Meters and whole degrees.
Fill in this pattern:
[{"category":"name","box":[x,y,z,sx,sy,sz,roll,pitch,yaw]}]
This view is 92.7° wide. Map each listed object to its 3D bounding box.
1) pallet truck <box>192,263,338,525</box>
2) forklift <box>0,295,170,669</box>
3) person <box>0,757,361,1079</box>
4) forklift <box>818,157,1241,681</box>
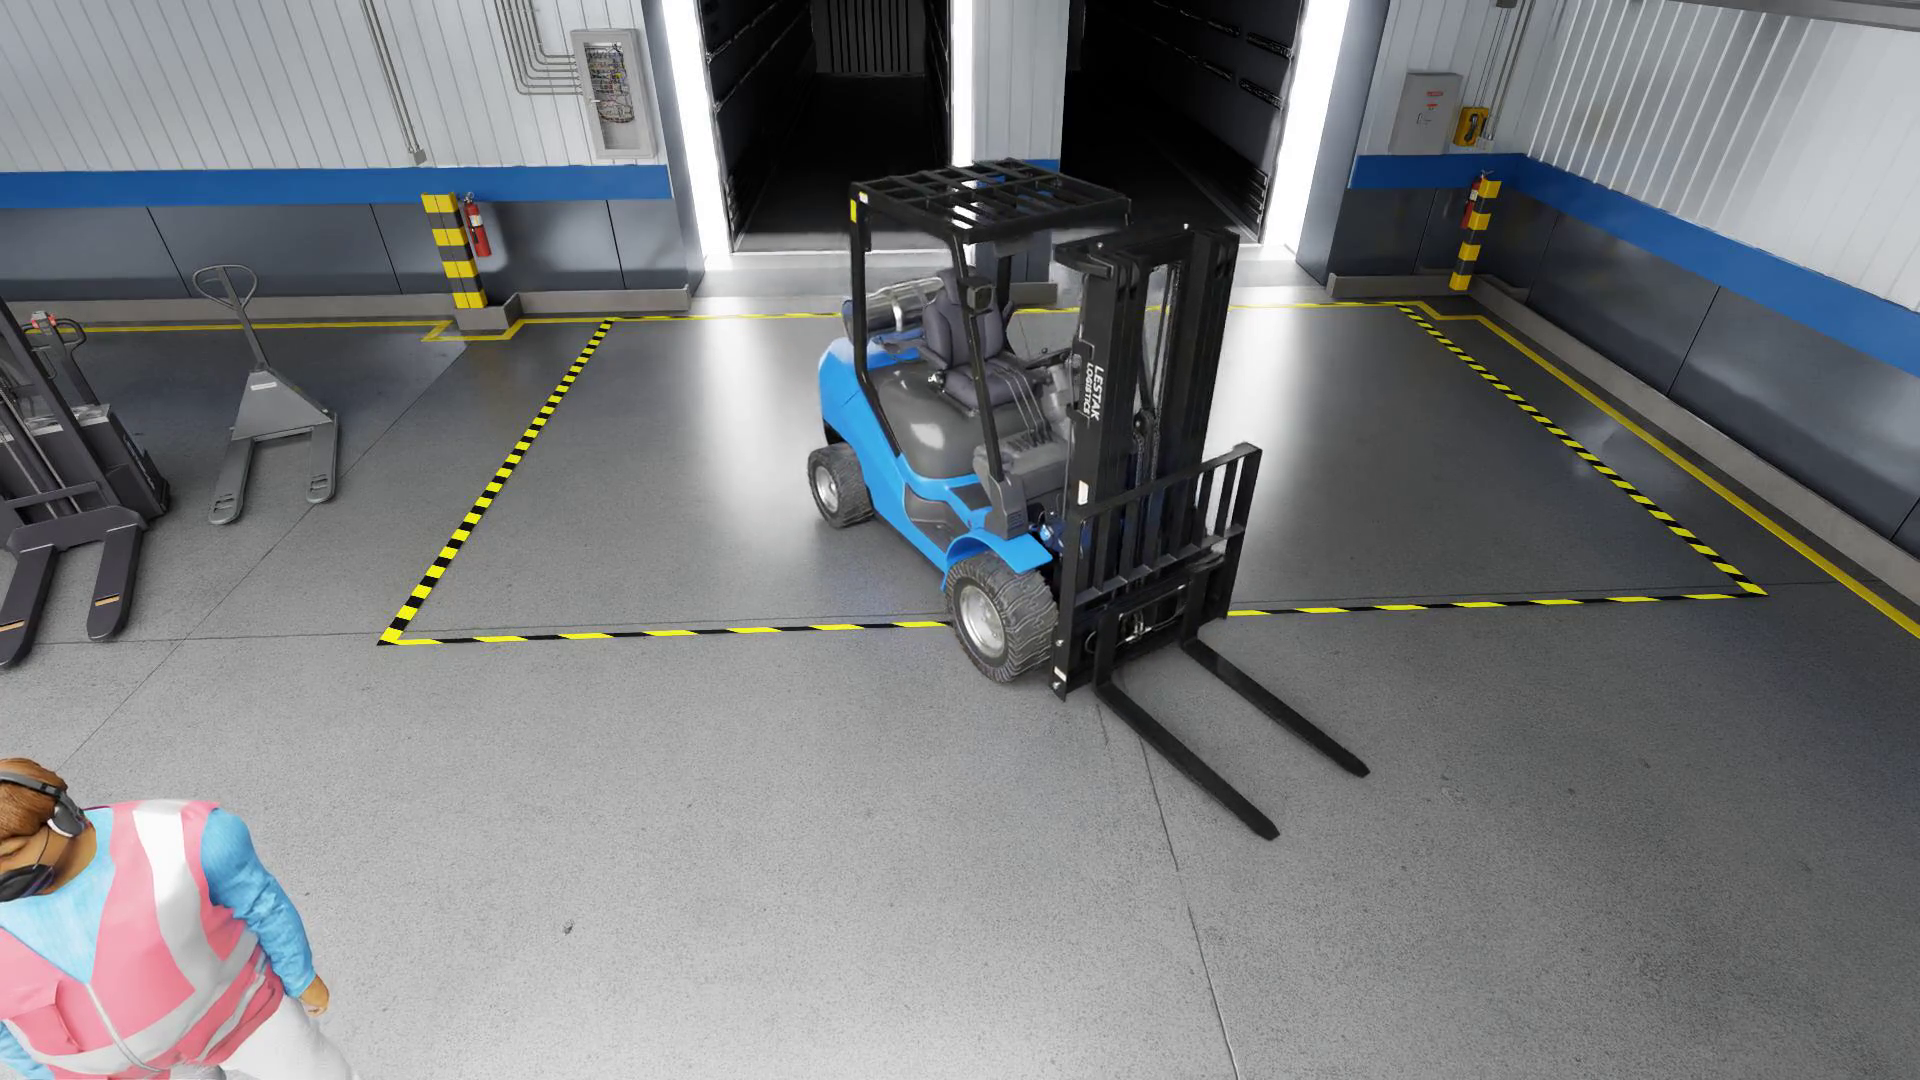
[{"category":"pallet truck","box":[-4.778,-1.027,6.128,0.680,1.201,1.601,-17,38,-23]},{"category":"forklift","box":[-5.212,-0.618,4.878,0.823,1.965,1.885,-20,39,-26]},{"category":"person","box":[-1.988,1.238,2.347,0.619,1.844,0.431,-19,39,-25]},{"category":"forklift","box":[0.198,-0.856,4.909,1.157,2.036,2.680,-21,40,-27]}]
